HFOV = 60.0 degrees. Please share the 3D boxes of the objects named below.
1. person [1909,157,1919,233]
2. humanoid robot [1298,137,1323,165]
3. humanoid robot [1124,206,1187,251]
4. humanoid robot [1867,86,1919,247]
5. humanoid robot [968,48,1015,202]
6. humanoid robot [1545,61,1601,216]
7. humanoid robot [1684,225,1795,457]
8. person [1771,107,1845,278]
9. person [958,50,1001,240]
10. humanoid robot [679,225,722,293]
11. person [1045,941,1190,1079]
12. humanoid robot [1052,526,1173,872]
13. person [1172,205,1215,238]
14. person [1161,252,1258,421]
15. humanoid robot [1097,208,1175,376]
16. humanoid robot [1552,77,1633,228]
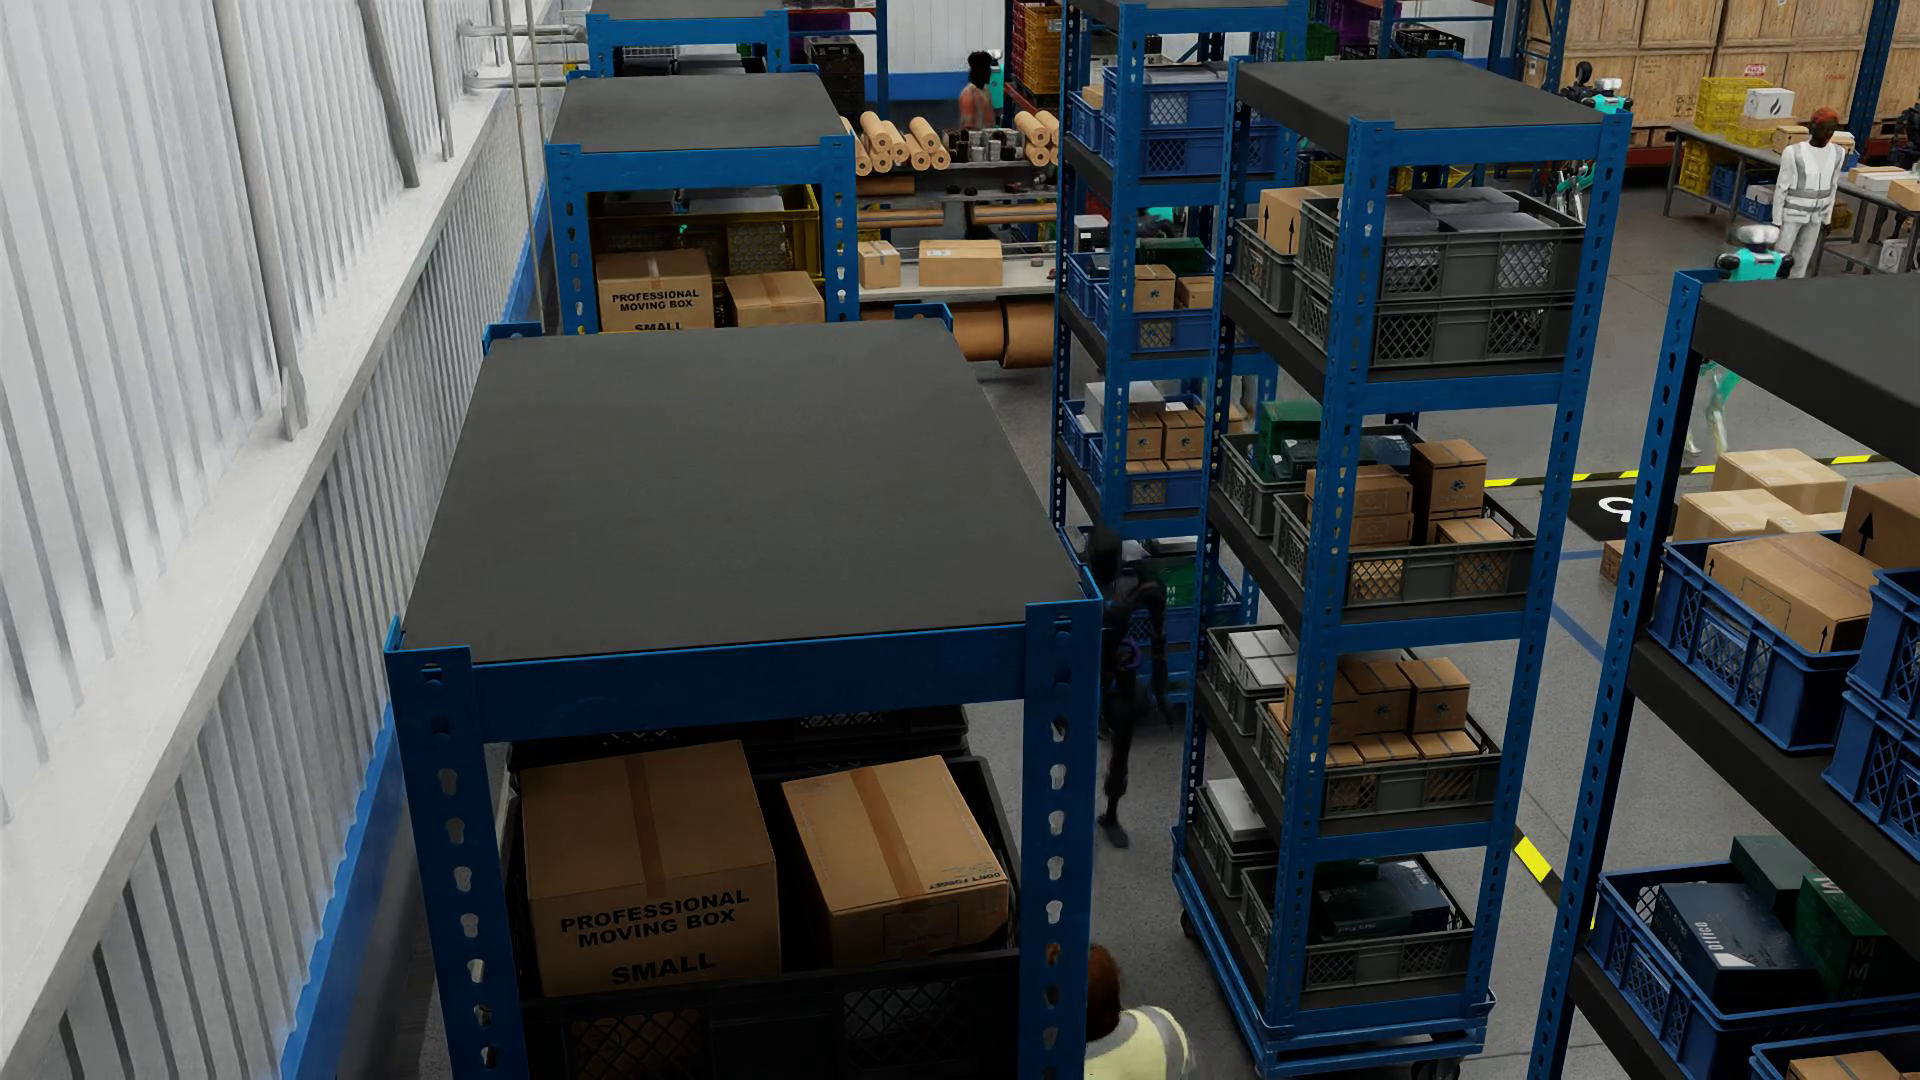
[{"bbox_3d":[9.006,-3.199,15.284,0.664,1.909,0.659,-8,26,-16],"label":"person"},{"bbox_3d":[4.052,-4.733,18.668,0.533,1.677,0.735,-4,25,-8],"label":"humanoid robot"},{"bbox_3d":[1.539,-2.476,13.760,0.533,1.680,0.735,-4,25,-8],"label":"humanoid robot"},{"bbox_3d":[9.649,-3.816,16.890,0.599,1.659,0.315,-4,25,-8],"label":"humanoid robot"},{"bbox_3d":[0.306,-4.620,18.423,0.533,1.677,0.735,-4,25,-8],"label":"humanoid robot"},{"bbox_3d":[6.645,-4.347,18.043,0.599,1.659,0.315,-4,25,-8],"label":"humanoid robot"},{"bbox_3d":[5.212,-1.336,11.479,0.540,1.803,0.799,-4,25,-8],"label":"humanoid robot"},{"bbox_3d":[7.305,-2.788,14.427,0.574,1.884,0.356,-4,25,-9],"label":"person"},{"bbox_3d":[0.206,-3.991,16.957,0.411,1.962,0.610,11,27,23],"label":"person"},{"bbox_3d":[-2.027,-1.932,12.580,0.533,1.677,0.735,-4,25,-8],"label":"humanoid robot"},{"bbox_3d":[0.257,1.803,4.509,0.636,1.824,0.530,-19,31,-36],"label":"person"},{"bbox_3d":[0.633,0.662,7.191,0.612,1.632,0.480,-2,25,-5],"label":"humanoid robot"},{"bbox_3d":[2.181,-3.321,15.398,0.606,2.044,0.369,-4,25,-9],"label":"person"},{"bbox_3d":[1.534,-0.895,10.366,0.611,1.836,0.420,-4,25,-8],"label":"person"},{"bbox_3d":[1.385,-2.005,12.980,0.606,1.644,0.471,5,25,10],"label":"humanoid robot"},{"bbox_3d":[6.263,-3.823,16.690,0.533,1.677,0.735,-4,25,-8],"label":"humanoid robot"}]
